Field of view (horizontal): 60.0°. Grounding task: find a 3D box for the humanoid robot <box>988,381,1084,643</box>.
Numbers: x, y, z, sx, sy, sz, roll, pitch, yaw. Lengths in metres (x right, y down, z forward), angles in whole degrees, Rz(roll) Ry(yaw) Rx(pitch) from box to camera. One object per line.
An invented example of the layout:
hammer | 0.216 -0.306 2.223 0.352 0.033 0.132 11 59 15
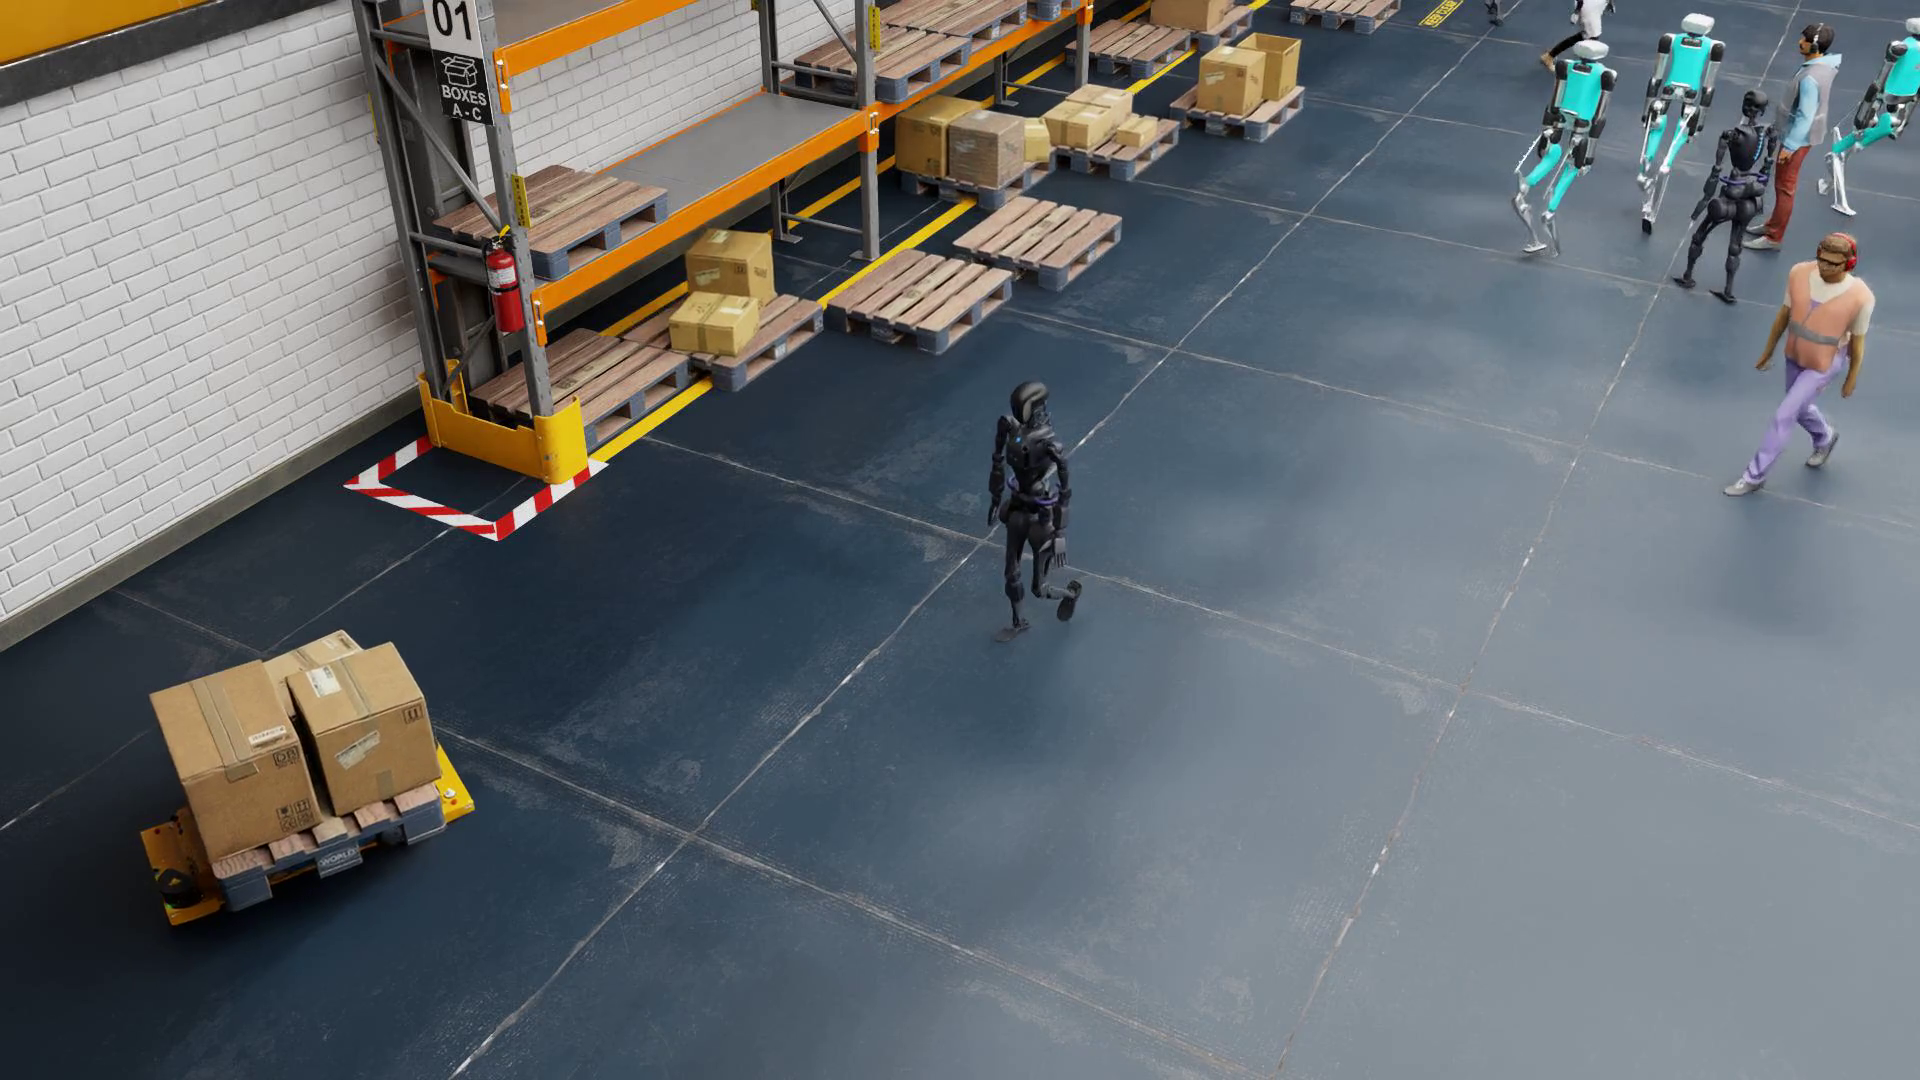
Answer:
humanoid robot | 0.439 -0.183 9.152 0.544 1.635 0.612 -28 42 -35

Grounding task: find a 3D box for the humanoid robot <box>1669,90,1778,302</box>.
humanoid robot | 6.015 -2.705 12.969 0.609 1.640 0.573 -10 35 -15

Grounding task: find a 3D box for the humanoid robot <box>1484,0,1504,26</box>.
humanoid robot | 6.300 -6.875 19.304 0.613 1.628 0.732 -8 34 -12

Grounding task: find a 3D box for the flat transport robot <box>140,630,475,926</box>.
flat transport robot | -3.181 1.343 8.116 1.431 0.231 0.659 -20 38 -27

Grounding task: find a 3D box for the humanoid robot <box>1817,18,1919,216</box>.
humanoid robot | 7.876 -3.705 14.490 0.576 1.835 0.912 -7 34 -11

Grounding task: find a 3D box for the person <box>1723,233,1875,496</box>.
person | 5.420 -1.142 10.504 0.936 1.788 0.573 -13 36 -19

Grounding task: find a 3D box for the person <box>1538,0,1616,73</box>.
person | 6.461 -5.545 17.276 0.753 1.652 0.550 24 40 31

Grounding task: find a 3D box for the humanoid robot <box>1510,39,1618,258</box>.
humanoid robot | 4.813 -3.113 13.536 0.814 1.770 0.555 -23 40 -30

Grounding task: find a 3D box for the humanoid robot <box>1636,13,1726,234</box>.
humanoid robot | 5.988 -3.478 14.098 0.532 1.770 0.970 18 38 25

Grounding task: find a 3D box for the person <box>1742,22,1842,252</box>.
person | 6.876 -3.294 13.672 0.415 1.879 0.533 16 37 23
